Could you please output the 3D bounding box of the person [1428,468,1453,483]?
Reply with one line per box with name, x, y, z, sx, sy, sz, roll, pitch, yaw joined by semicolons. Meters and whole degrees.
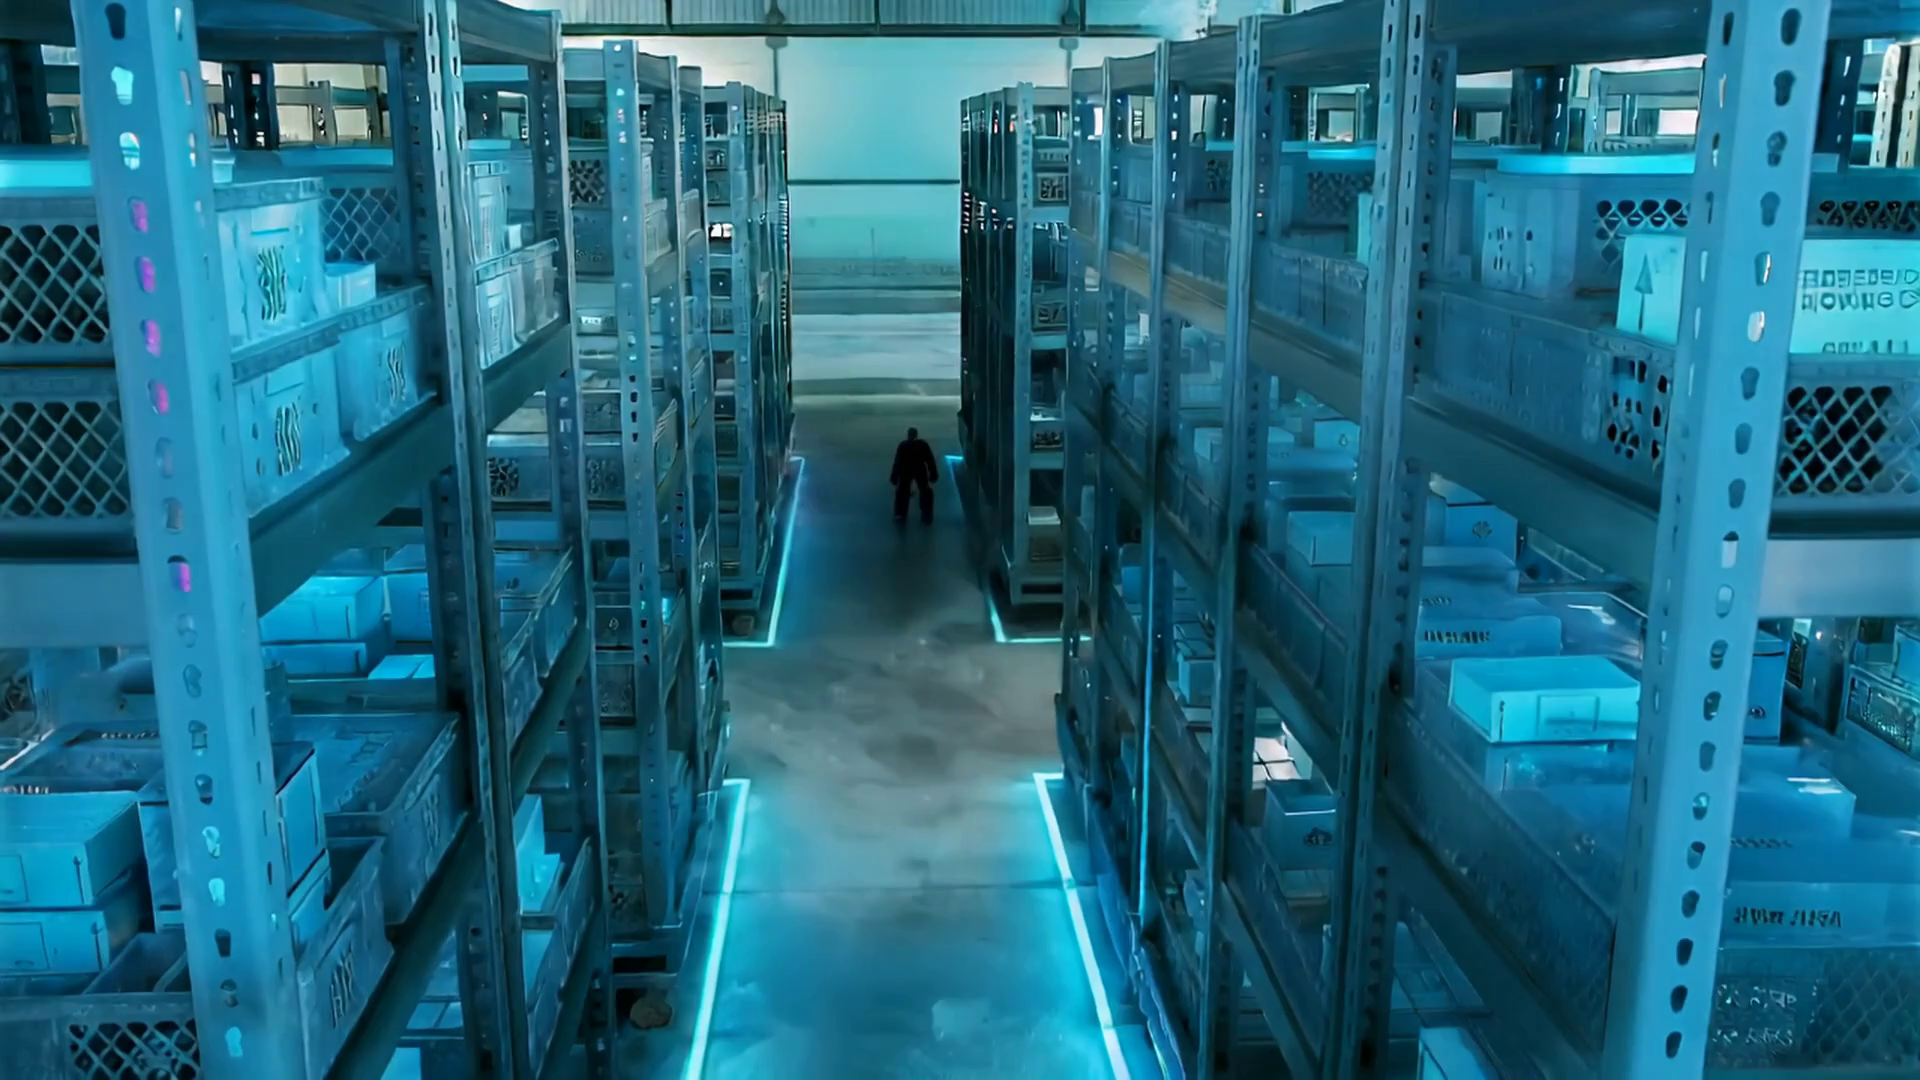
person;2.858;0.008;10.004;0.960;1.802;0.587;1;14;3
